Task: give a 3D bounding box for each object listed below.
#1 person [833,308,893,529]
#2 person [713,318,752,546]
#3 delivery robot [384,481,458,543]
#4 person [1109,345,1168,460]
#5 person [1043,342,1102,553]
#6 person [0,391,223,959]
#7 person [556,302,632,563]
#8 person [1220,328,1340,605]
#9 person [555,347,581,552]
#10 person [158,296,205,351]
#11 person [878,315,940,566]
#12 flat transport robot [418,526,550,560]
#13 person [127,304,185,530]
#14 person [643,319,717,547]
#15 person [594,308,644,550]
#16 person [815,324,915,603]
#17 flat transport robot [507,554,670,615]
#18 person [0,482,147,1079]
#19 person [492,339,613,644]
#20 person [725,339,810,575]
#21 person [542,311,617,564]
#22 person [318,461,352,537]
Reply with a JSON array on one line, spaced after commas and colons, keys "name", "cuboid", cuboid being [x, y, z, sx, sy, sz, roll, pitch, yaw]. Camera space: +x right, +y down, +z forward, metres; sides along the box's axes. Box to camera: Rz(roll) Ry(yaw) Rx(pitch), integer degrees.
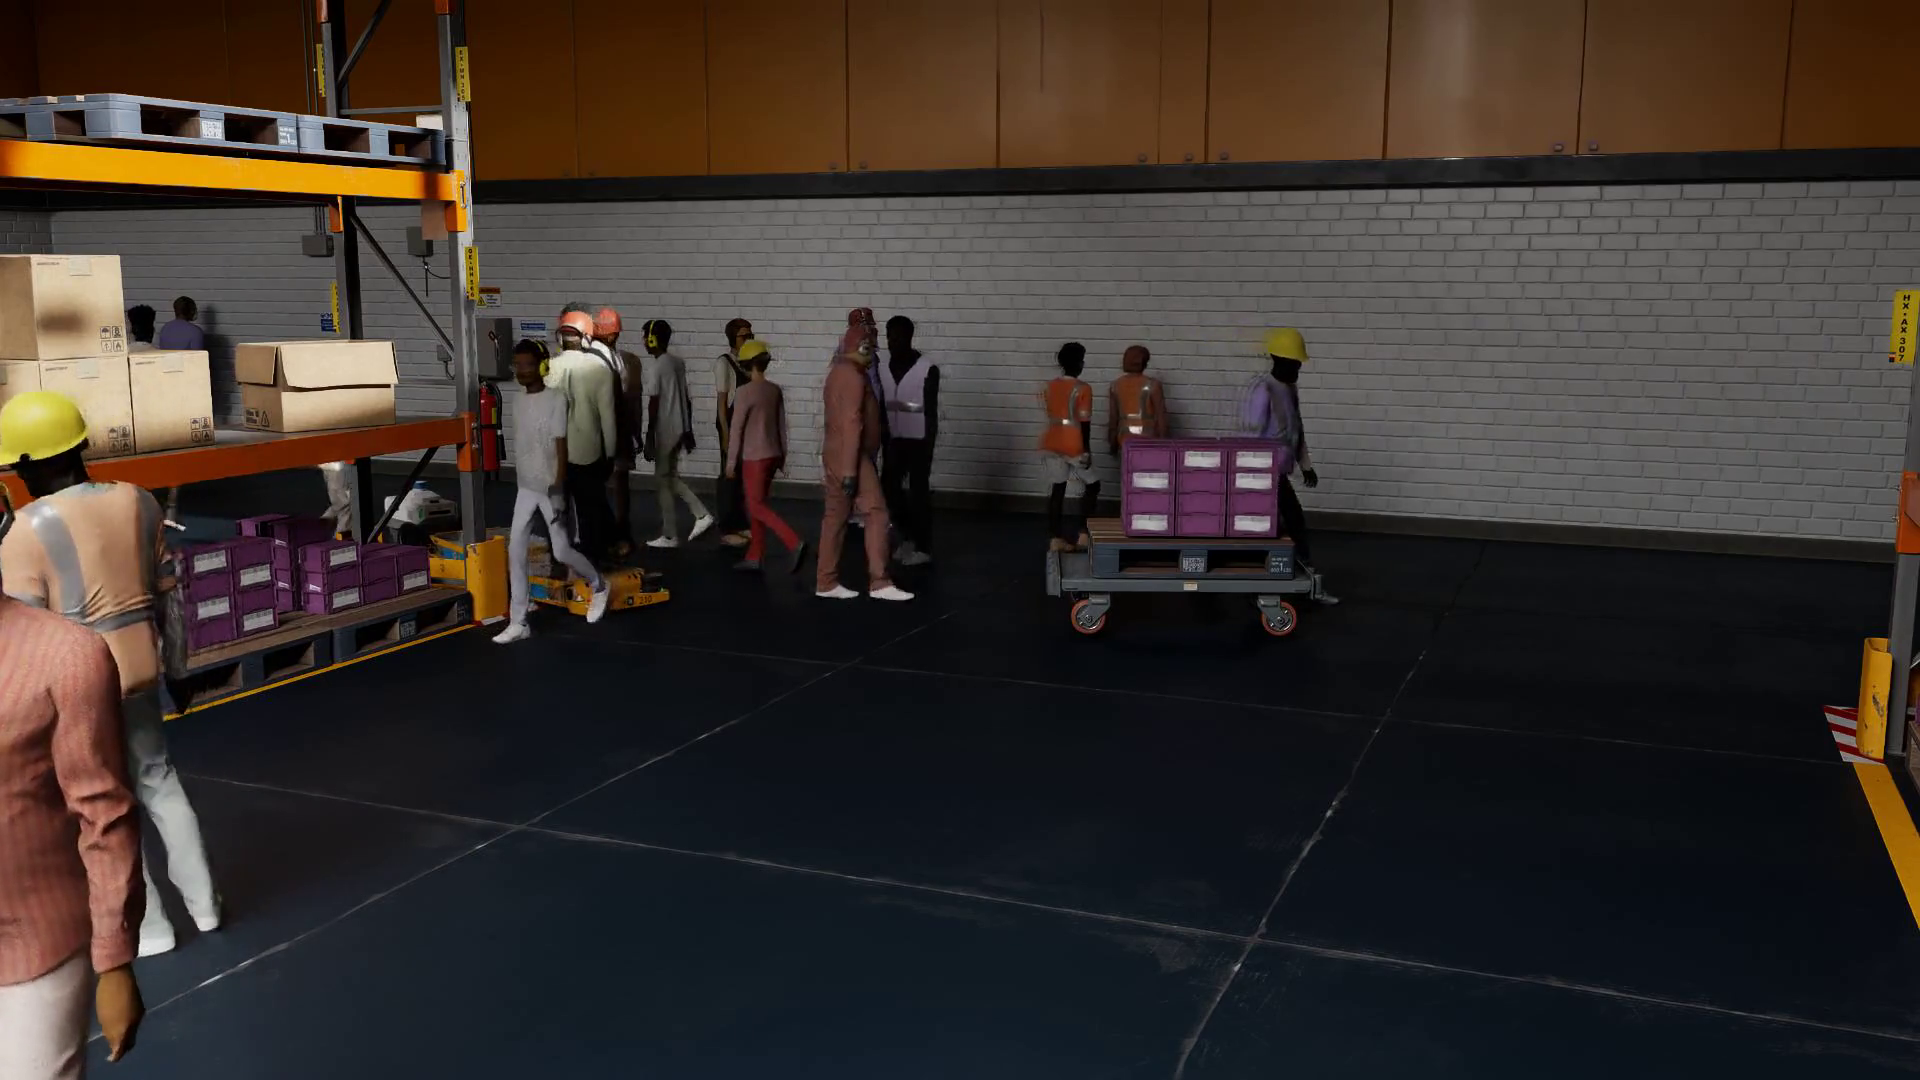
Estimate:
[{"name": "person", "cuboid": [-0.838, -1.049, 14.404, 0.410, 1.909, 0.643, -5, 11, -30]}, {"name": "person", "cuboid": [-1.805, -0.880, 13.565, 0.348, 1.847, 0.505, 4, 10, 23]}, {"name": "delivery robot", "cuboid": [-4.294, -0.228, 13.234, 0.477, 0.478, 0.707, -8, 12, -41]}, {"name": "person", "cuboid": [1.466, -0.815, 13.863, 0.524, 1.615, 0.685, 8, 13, 41]}, {"name": "person", "cuboid": [0.912, -0.724, 13.127, 0.558, 1.674, 0.538, -8, 12, -40]}, {"name": "person", "cuboid": [-2.761, 0.454, 5.385, 0.368, 1.881, 0.712, 3, 10, 19]}, {"name": "person", "cuboid": [-2.711, -0.730, 12.063, 0.535, 2.000, 0.760, 1, 9, 6]}, {"name": "person", "cuboid": [2.054, -0.504, 11.225, 0.997, 1.868, 0.601, 4, 10, 22]}, {"name": "person", "cuboid": [-2.882, -0.738, 12.835, 0.605, 1.800, 0.614, 1, 9, 8]}, {"name": "person", "cuboid": [-8.577, -1.731, 18.446, 0.635, 1.935, 0.350, 4, 10, 24]}, {"name": "person", "cuboid": [-0.396, -0.747, 12.596, 0.632, 1.896, 0.413, 7, 12, 38]}, {"name": "flat transport robot", "cuboid": [-3.510, 0.081, 12.501, 0.652, 0.197, 1.431, -7, 12, -36]}, {"name": "person", "cuboid": [-6.827, -1.001, 14.006, 0.609, 1.938, 0.481, -2, 9, -9]}, {"name": "person", "cuboid": [-2.300, -0.844, 13.361, 0.497, 1.846, 0.581, 3, 10, 18]}, {"name": "person", "cuboid": [-2.779, -0.868, 13.221, 0.547, 1.934, 0.376, -3, 10, -19]}, {"name": "person", "cuboid": [-0.640, -0.511, 11.249, 0.764, 1.871, 0.649, -3, 10, -18]}, {"name": "flat transport robot", "cuboid": [-2.684, 0.279, 11.303, 1.431, 0.197, 0.652, 8, 12, 41]}, {"name": "person", "cuboid": [-1.865, 0.766, 3.146, 0.621, 1.995, 0.393, 1, 9, 7]}, {"name": "person", "cuboid": [-2.518, -0.318, 10.213, 0.509, 1.835, 0.863, 5, 11, 29]}, {"name": "person", "cuboid": [-1.393, -0.595, 12.177, 0.731, 1.735, 0.549, 5, 11, 27]}, {"name": "person", "cuboid": [-2.707, -0.623, 11.686, 0.651, 1.937, 0.931, 0, 9, -1]}, {"name": "person", "cuboid": [-4.548, -0.528, 12.099, 0.443, 1.620, 0.544, -7, 12, -36]}]
